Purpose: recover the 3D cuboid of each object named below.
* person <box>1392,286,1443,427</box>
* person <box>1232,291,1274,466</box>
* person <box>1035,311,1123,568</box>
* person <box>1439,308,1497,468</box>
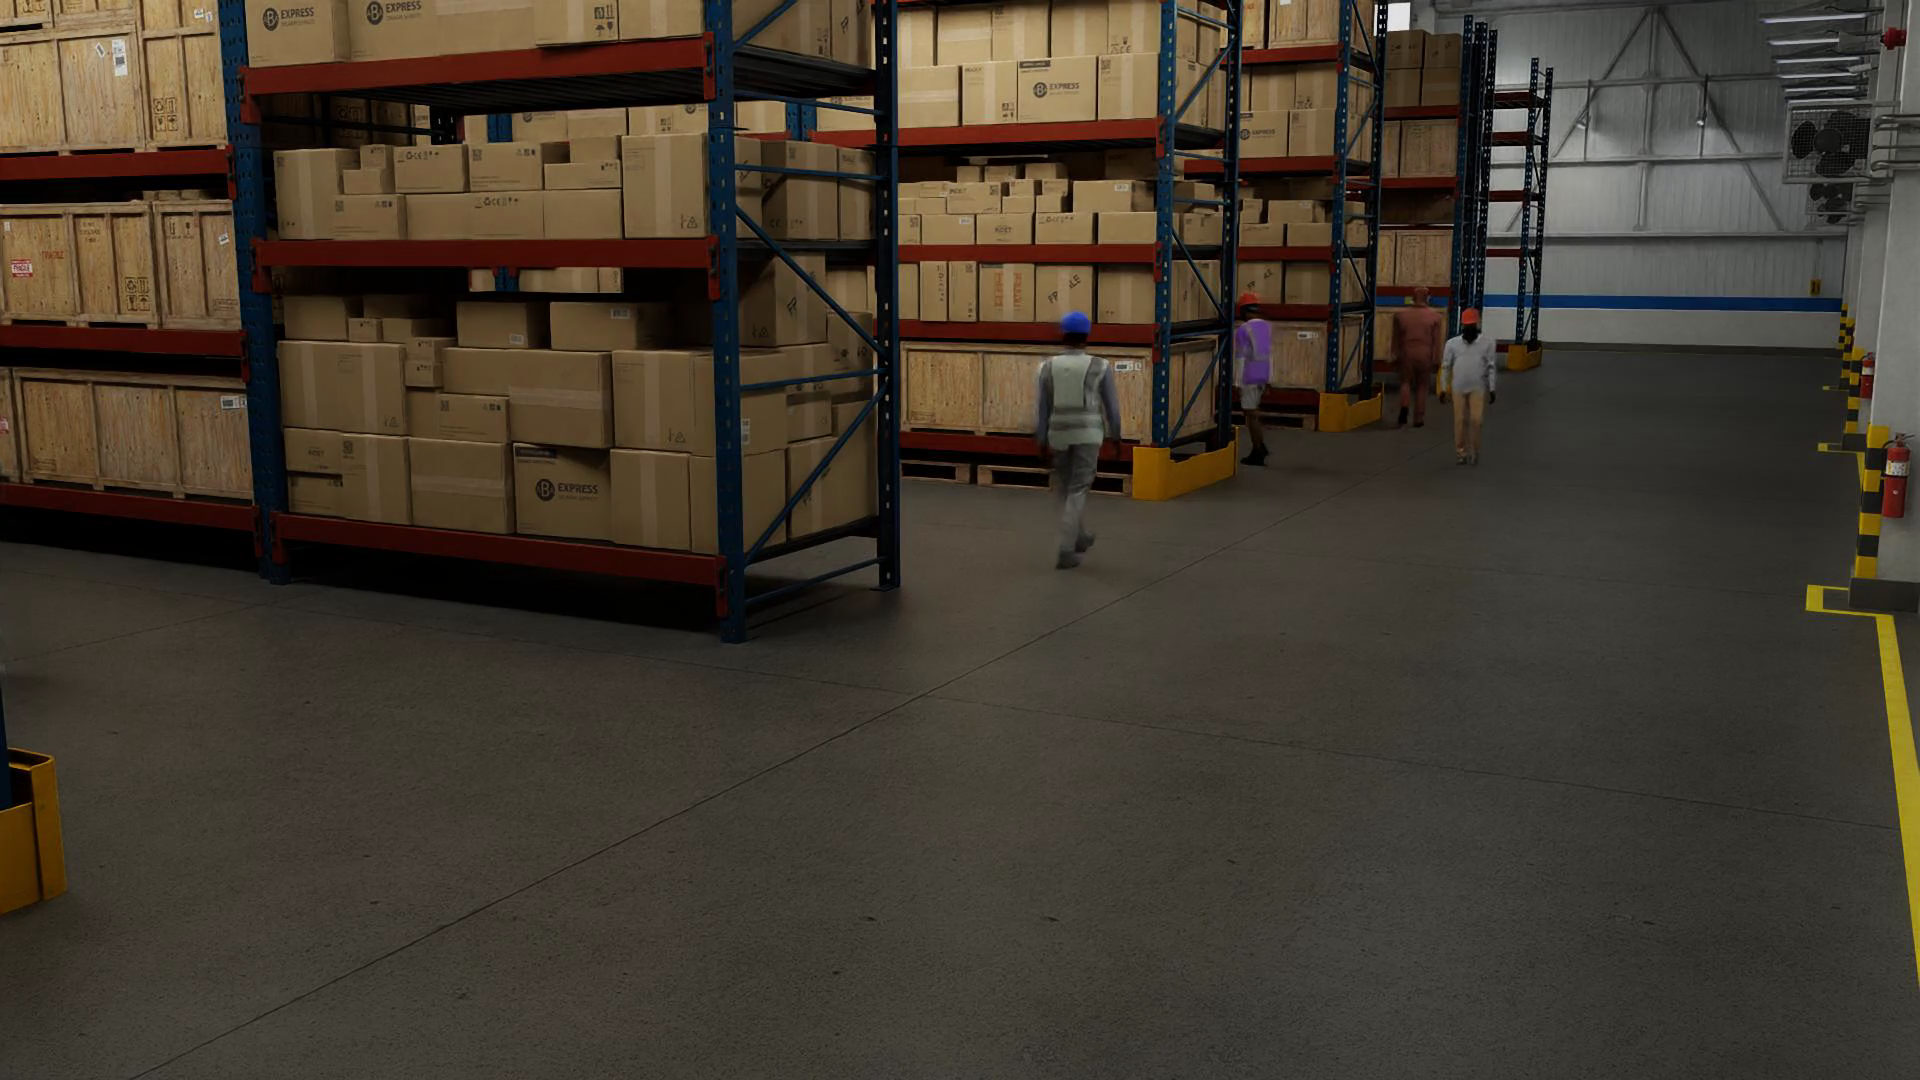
[{"bbox_3d":[6.139,-2.451,22.298,0.665,1.888,0.433,5,11,24],"label":"person"},{"bbox_3d":[3.198,-1.765,18.269,0.590,1.905,0.476,-9,13,-41],"label":"person"},{"bbox_3d":[0.897,-0.767,12.550,0.604,1.895,0.985,5,11,29],"label":"person"},{"bbox_3d":[5.509,-1.648,18.096,0.600,1.724,0.710,4,11,23],"label":"person"}]
